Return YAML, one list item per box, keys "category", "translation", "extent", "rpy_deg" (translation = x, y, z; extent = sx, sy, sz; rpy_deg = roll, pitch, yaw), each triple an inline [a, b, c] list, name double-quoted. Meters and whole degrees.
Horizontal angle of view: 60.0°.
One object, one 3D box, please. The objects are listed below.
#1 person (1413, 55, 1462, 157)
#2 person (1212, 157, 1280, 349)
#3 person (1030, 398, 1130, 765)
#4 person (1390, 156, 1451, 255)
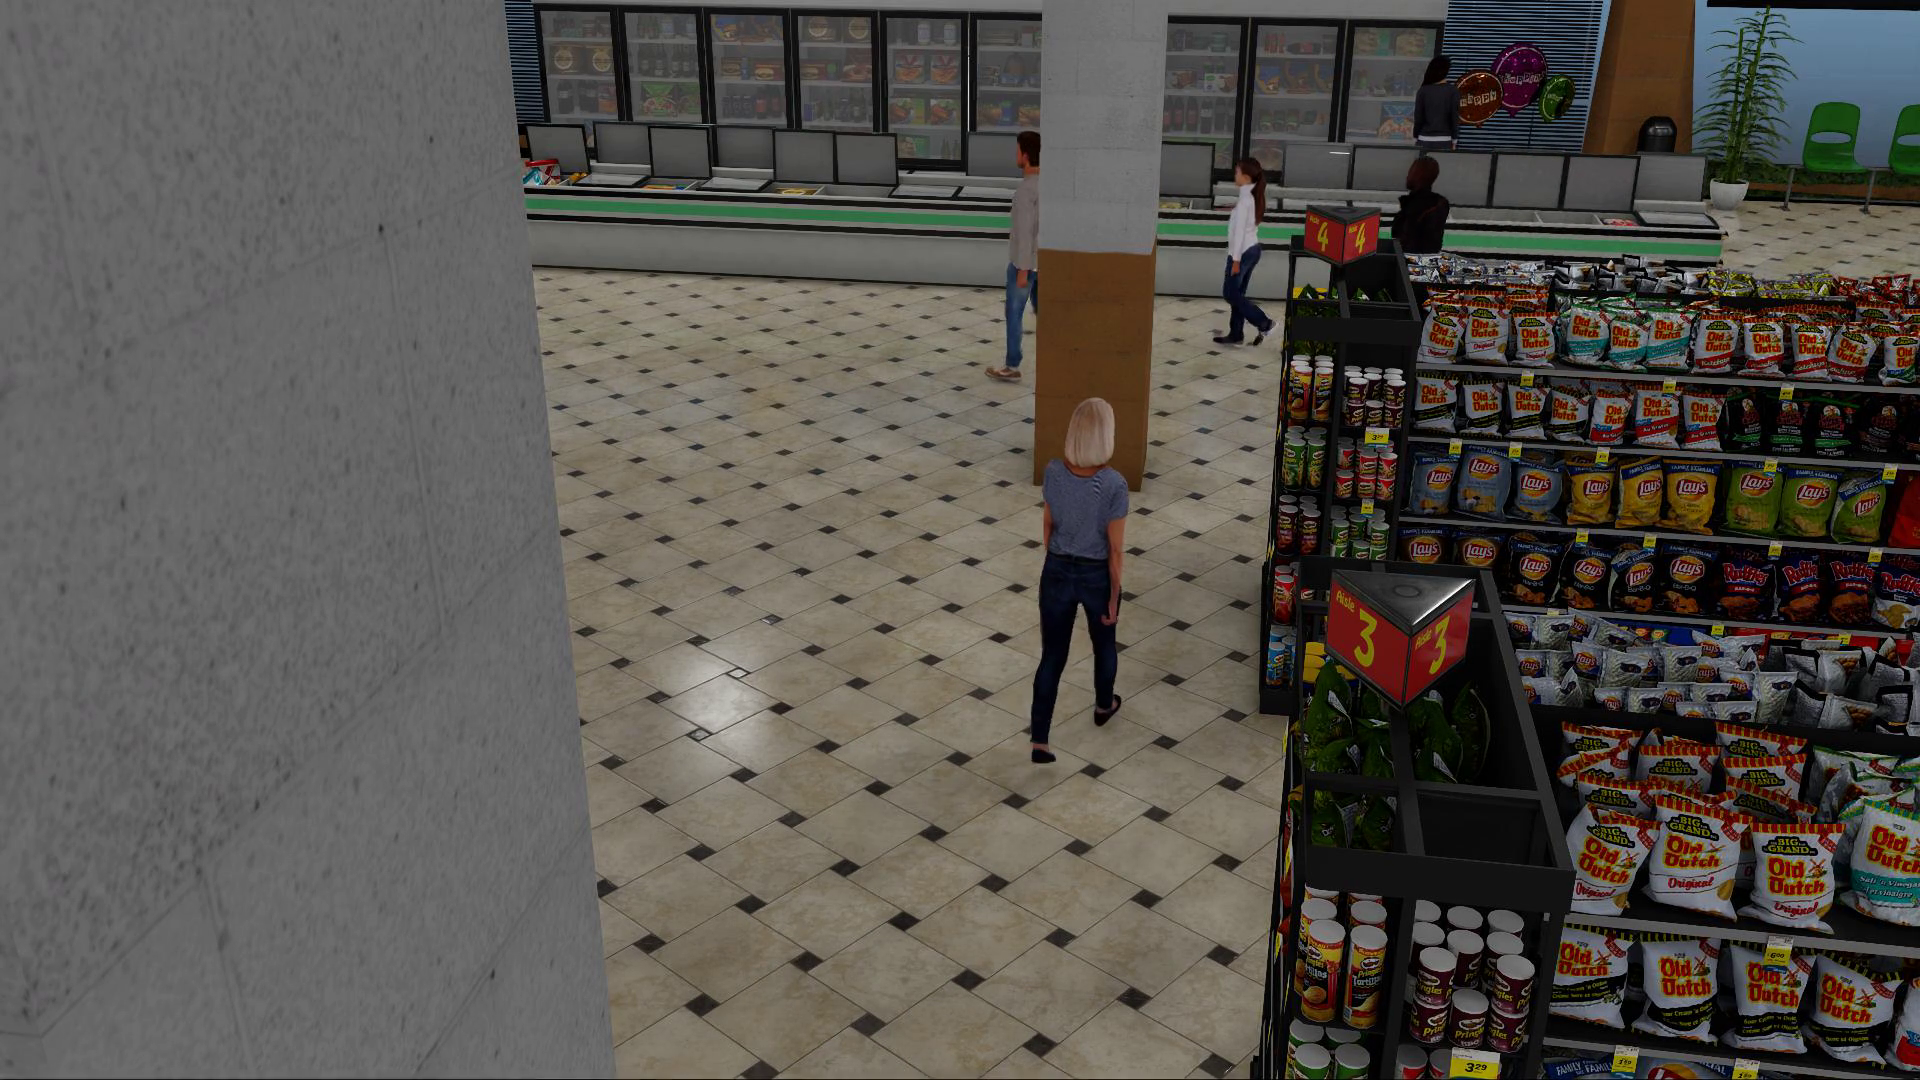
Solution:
- category: "person"
  translation: [4.905, -4.108, 17.196]
  extent: [0.526, 1.768, 0.709]
  rpy_deg: [9, 25, 19]
- category: "person"
  translation: [2.330, -2.245, 13.219]
  extent: [0.857, 1.544, 0.675]
  rpy_deg: [12, 27, 26]
- category: "person"
  translation: [0.495, 0.222, 7.396]
  extent: [1.080, 1.691, 0.812]
  rpy_deg: [9, 25, 21]
- category: "person"
  translation: [3.317, -1.820, 11.909]
  extent: [1.266, 1.815, 0.997]
  rpy_deg: [15, 28, 30]
